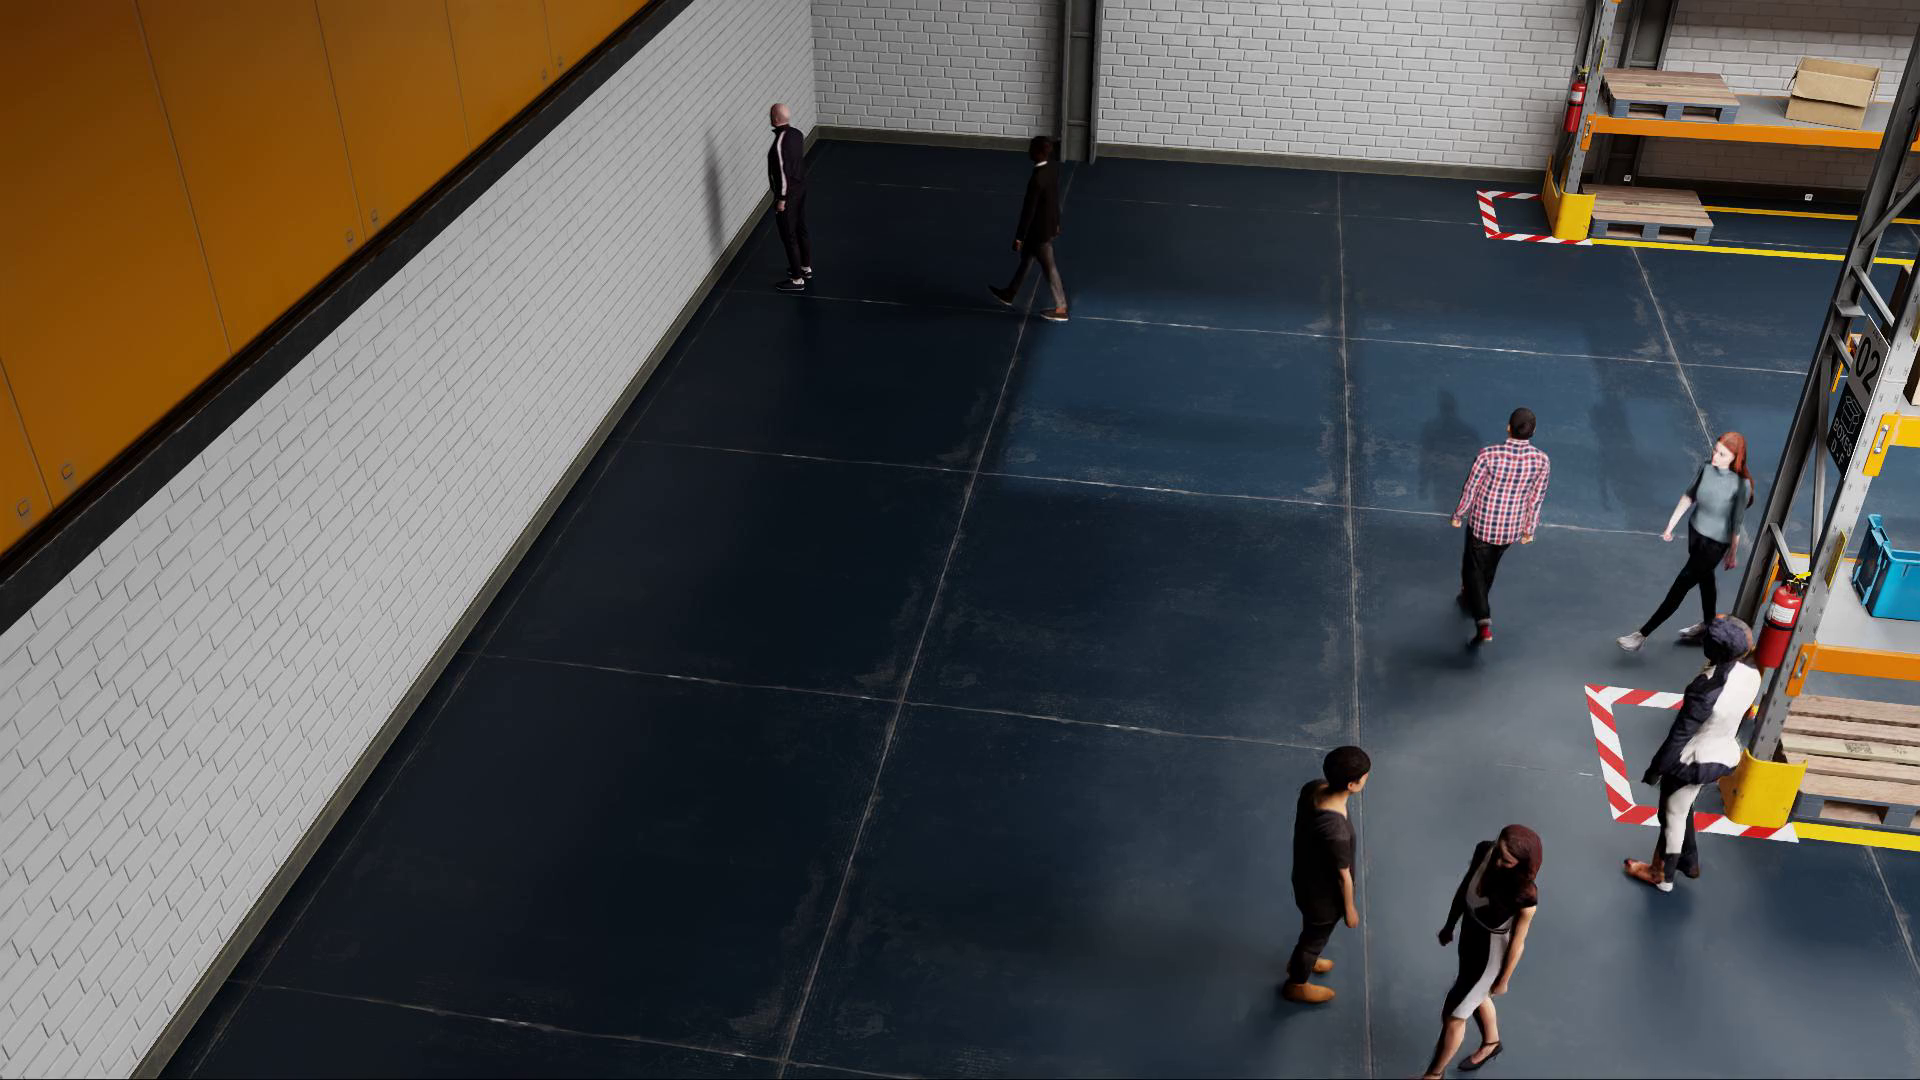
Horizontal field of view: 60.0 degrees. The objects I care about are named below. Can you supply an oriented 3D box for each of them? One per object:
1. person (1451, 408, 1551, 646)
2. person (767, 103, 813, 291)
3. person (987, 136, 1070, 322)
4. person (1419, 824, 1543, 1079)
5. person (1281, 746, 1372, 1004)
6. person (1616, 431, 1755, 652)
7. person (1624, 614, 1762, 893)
[{"bbox_3d":[3.641,-0.084,11.291,1.077,1.754,0.922,-3,34,-4],"label":"person"},{"bbox_3d":[-1.642,-3.328,16.100,0.579,1.833,0.690,8,34,11],"label":"person"},{"bbox_3d":[0.842,-2.843,15.431,1.144,1.766,0.826,12,36,18],"label":"person"},{"bbox_3d":[2.527,2.031,8.092,0.936,1.773,0.786,-1,34,-1],"label":"person"},{"bbox_3d":[1.799,1.754,8.569,0.638,1.705,0.673,0,34,0],"label":"person"},{"bbox_3d":[5.094,0.021,11.181,1.167,1.701,0.931,-8,34,-12],"label":"person"},{"bbox_3d":[4.126,1.247,9.171,0.822,1.884,0.881,-21,39,-28],"label":"person"}]
